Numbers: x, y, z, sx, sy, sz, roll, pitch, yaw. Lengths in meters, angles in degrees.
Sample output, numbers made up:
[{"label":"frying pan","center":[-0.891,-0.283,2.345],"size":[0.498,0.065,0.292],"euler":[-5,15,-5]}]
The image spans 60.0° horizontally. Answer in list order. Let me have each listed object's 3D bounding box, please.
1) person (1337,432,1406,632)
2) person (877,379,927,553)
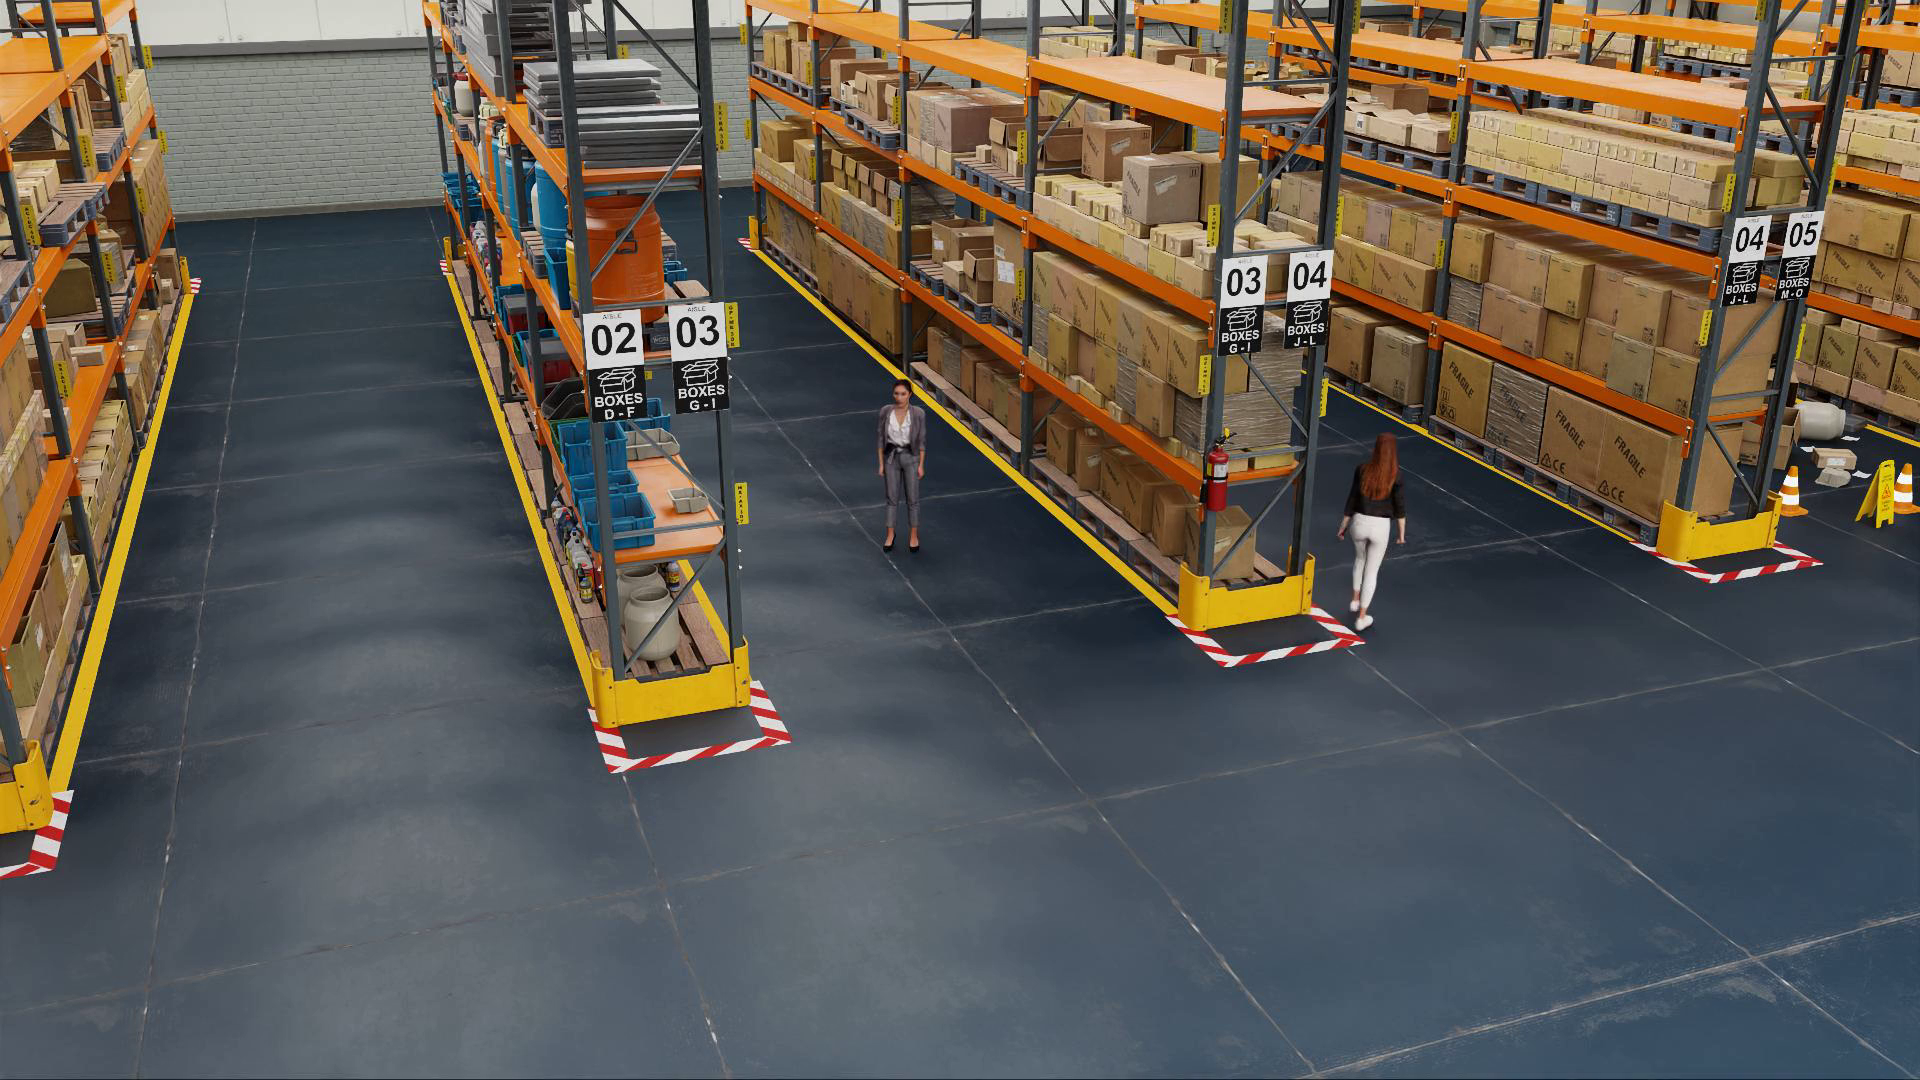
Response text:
[{"label":"person","center":[3.413,-0.053,13.955],"size":[0.882,1.683,0.936],"euler":[15,27,32]},{"label":"person","center":[-0.539,-0.710,15.564],"size":[0.715,1.680,0.735],"euler":[3,22,7]}]
